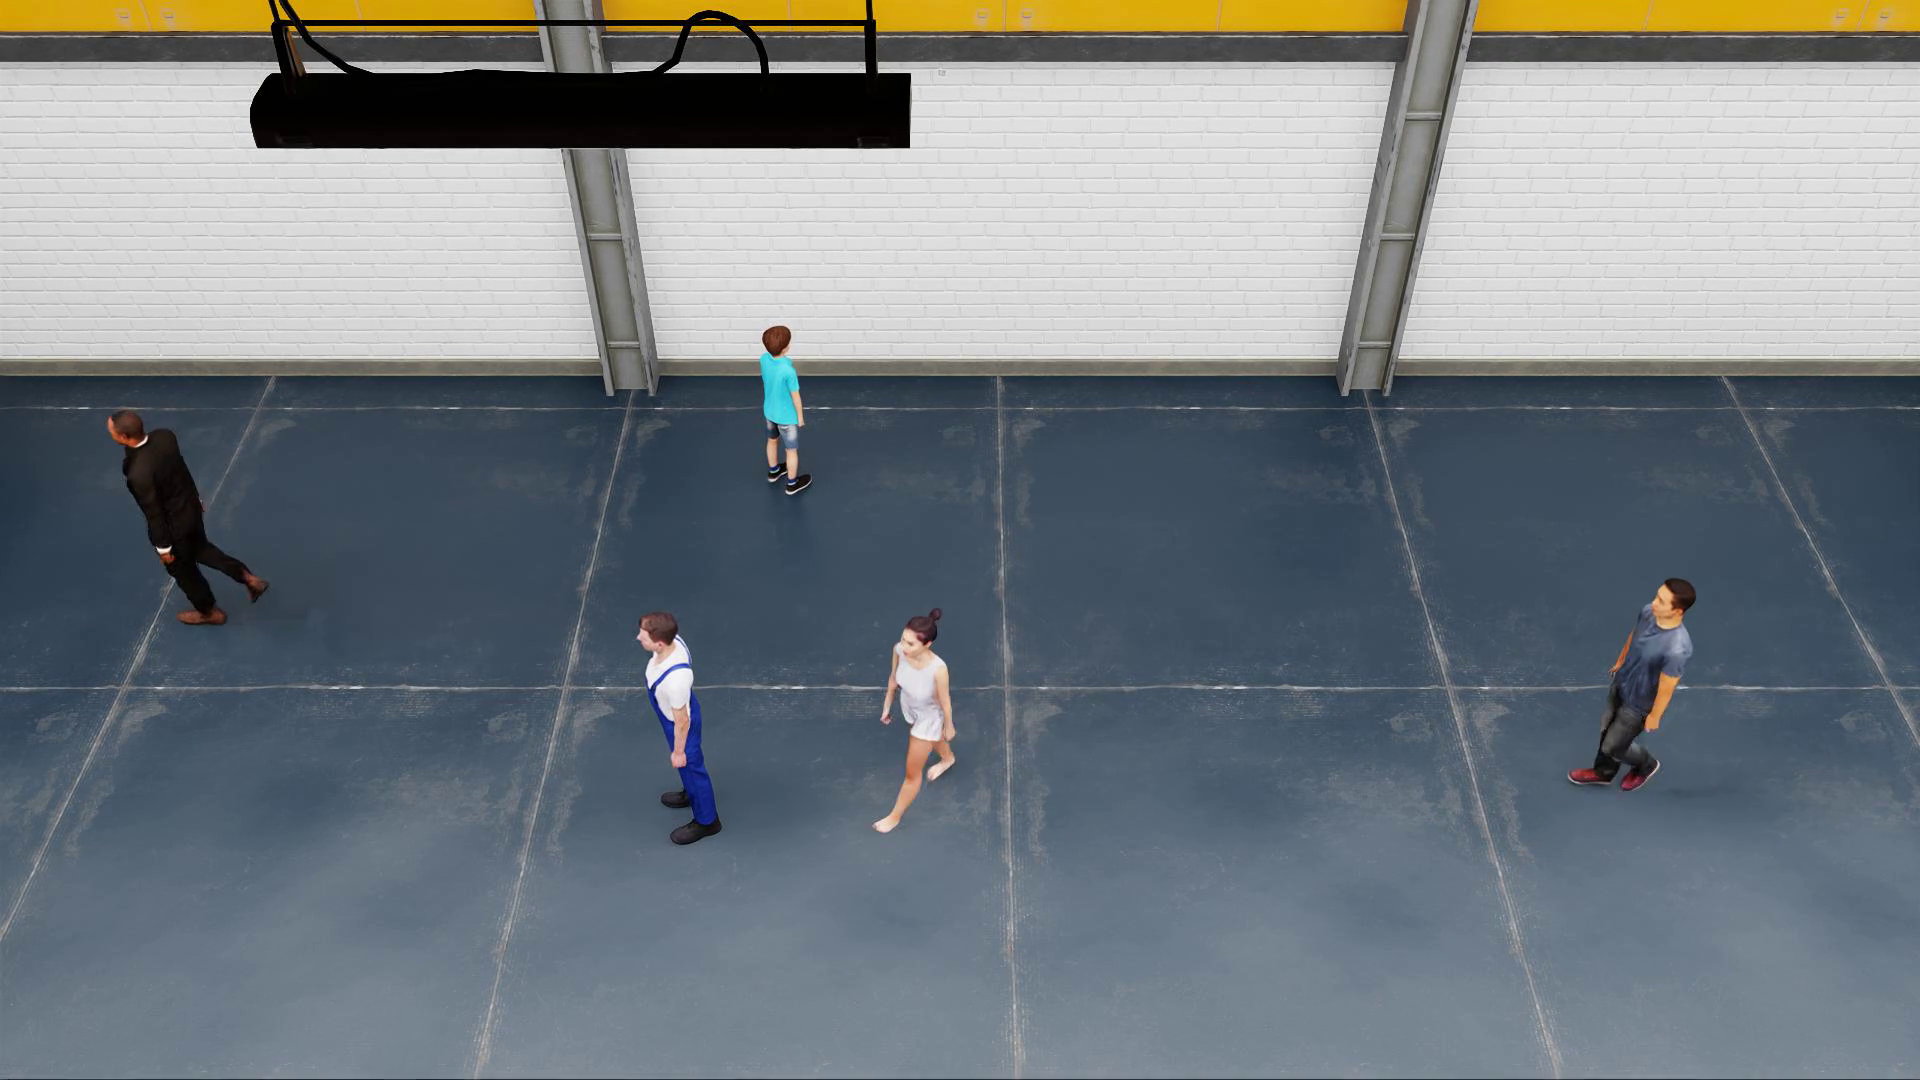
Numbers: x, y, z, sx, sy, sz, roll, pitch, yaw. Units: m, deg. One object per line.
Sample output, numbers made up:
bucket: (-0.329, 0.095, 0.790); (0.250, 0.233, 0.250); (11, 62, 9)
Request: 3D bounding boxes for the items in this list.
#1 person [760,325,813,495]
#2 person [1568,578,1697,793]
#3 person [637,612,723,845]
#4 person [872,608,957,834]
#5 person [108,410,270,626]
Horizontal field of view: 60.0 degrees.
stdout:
person: (-1.332, -0.979, 12.314); (0.581, 1.448, 0.653); (29, 51, 27)
person: (4.193, 0.921, 10.067); (0.736, 1.797, 0.680); (-3, 44, -3)
person: (-1.657, 1.084, 9.857); (0.652, 1.851, 0.683); (-11, 45, -11)
person: (-0.166, 1.004, 10.147); (1.078, 1.567, 1.002); (-34, 53, -30)
person: (-5.143, -0.128, 11.097); (0.957, 1.895, 0.761); (4, 44, 4)
